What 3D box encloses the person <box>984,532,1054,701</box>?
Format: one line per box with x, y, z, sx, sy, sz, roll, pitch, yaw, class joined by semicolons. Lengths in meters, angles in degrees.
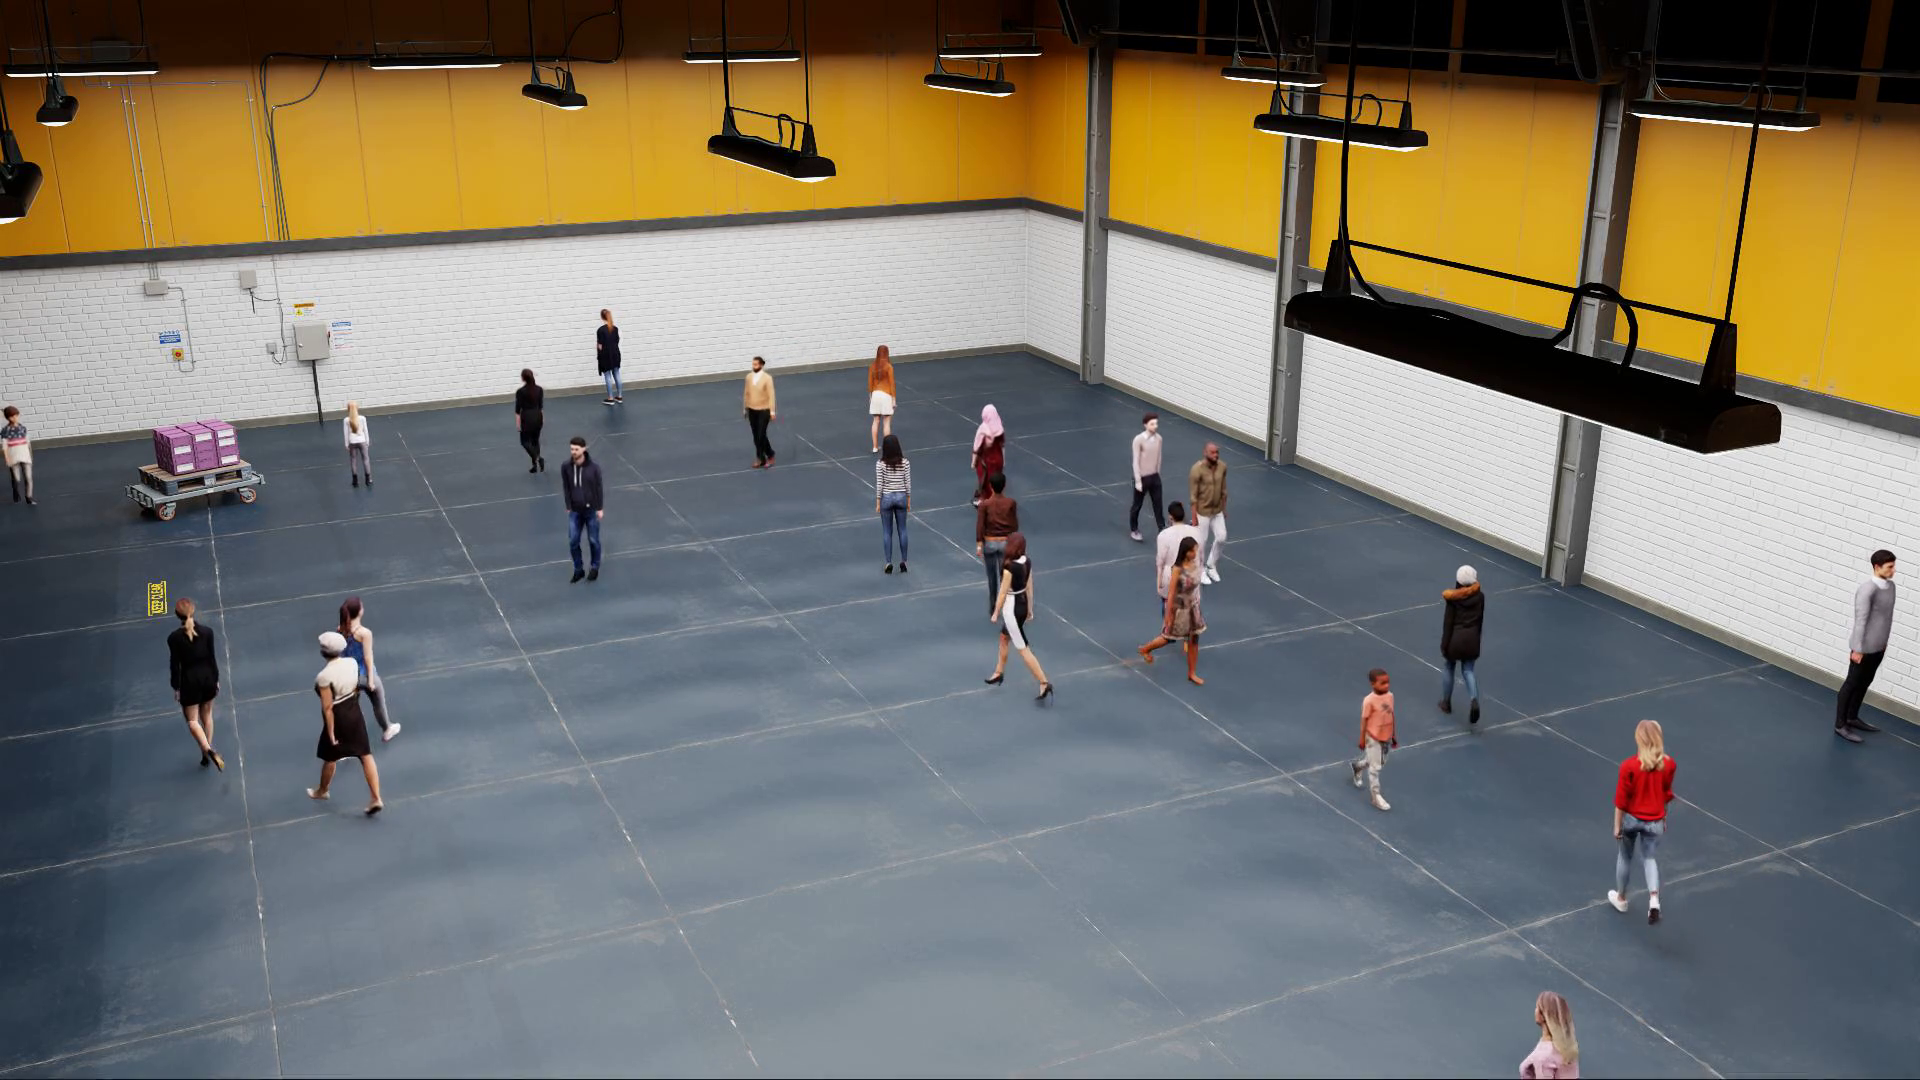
0.643;0.829;17.107;1.195;1.753;0.990;12;22;31;person

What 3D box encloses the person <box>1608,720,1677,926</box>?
5.367;2.240;13.014;0.850;1.691;1.017;0;19;-1;person

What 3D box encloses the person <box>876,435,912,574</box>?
-0.831;-0.442;20.816;0.638;1.794;0.584;-3;19;-8;person

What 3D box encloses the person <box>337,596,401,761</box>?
-5.769;1.352;15.841;1.047;1.571;1.113;6;20;18;person

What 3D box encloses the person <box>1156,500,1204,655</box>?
2.431;0.446;18.333;0.986;1.697;1.239;-1;19;-2;person

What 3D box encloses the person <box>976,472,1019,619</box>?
0.458;0.102;19.238;0.749;1.772;0.867;-4;19;-12;person

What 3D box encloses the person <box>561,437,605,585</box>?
-4.604;-0.412;20.606;0.842;1.872;0.889;1;19;4;person

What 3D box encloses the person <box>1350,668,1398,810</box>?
3.747;1.749;15.088;0.490;1.298;0.823;-8;20;-24;person

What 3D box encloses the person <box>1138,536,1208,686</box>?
2.281;0.717;17.655;1.122;1.616;0.872;16;24;40;person

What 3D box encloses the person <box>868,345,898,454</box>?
-1.233;-2.224;26.226;0.699;1.720;0.778;9;20;24;person

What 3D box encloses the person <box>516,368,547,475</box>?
-6.386;-1.735;24.890;0.765;1.644;0.944;-17;25;-41;person

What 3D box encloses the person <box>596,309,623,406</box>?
-6.172;-3.236;29.288;0.692;1.683;0.708;16;25;40;person

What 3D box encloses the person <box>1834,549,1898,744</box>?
8.912;1.002;16.330;0.793;1.922;0.692;-14;23;-35;person

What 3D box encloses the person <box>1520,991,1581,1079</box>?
3.463;3.450;9.516;1.056;1.631;0.788;16;25;40;person

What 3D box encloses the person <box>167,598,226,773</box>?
-7.054;1.401;15.427;0.772;1.741;1.054;-16;24;-39;person

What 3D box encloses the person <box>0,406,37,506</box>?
-13.419;-1.207;23.651;0.729;1.436;0.653;16;24;39;person

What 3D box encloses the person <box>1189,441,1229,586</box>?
3.023;-0.367;20.565;0.741;1.813;0.615;-9;21;-25;person

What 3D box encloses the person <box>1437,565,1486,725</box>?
5.066;1.053;16.655;0.817;1.617;1.022;-2;19;-7;person

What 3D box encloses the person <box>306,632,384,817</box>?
-5.365;1.661;14.694;1.148;1.717;1.000;10;21;27;person

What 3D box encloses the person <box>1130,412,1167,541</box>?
2.415;-0.823;21.984;0.650;1.771;1.096;-9;21;-25;person

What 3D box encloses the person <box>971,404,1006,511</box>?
0.443;-1.045;22.889;0.771;1.614;1.118;-13;22;-33;person

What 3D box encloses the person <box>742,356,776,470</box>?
-3.021;-1.974;25.445;0.736;1.744;0.837;12;22;32;person

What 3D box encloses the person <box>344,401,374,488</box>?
-8.901;-1.432;24.567;0.514;1.278;0.521;-5;19;-15;person
